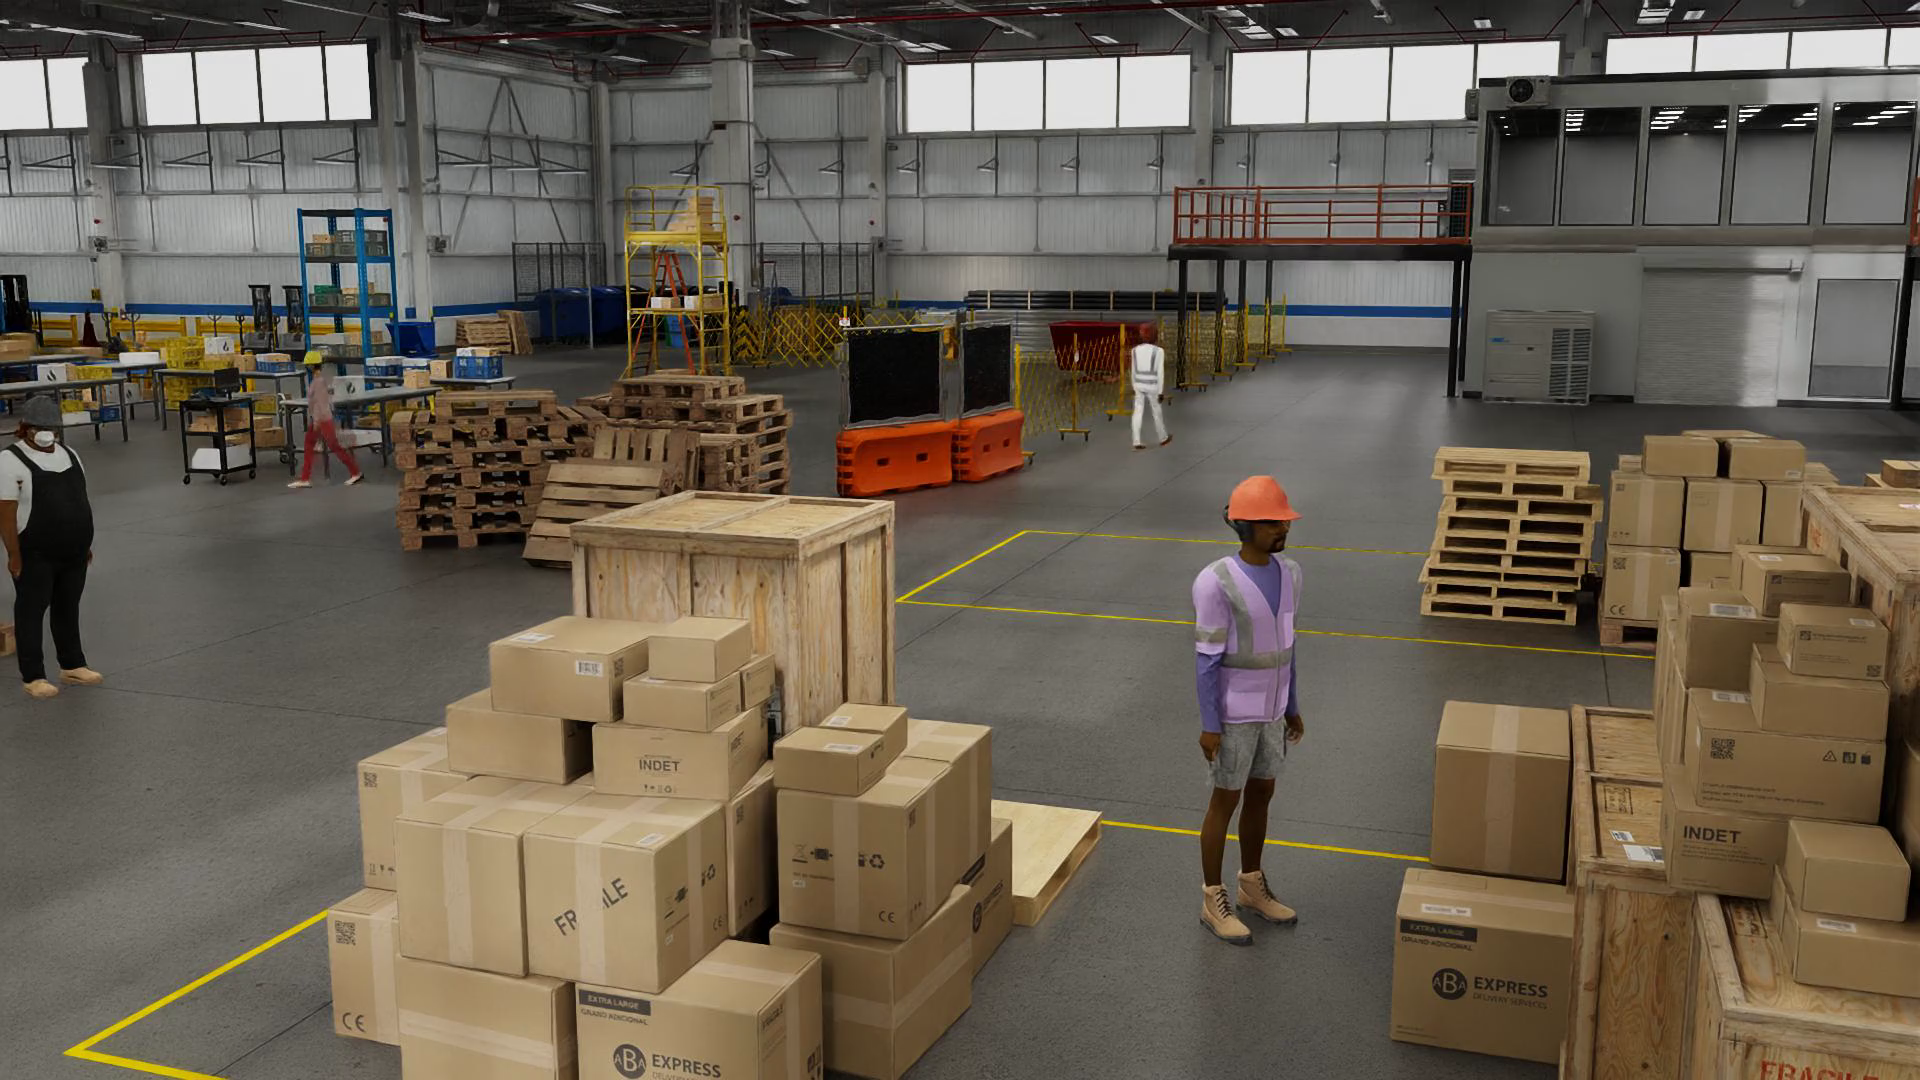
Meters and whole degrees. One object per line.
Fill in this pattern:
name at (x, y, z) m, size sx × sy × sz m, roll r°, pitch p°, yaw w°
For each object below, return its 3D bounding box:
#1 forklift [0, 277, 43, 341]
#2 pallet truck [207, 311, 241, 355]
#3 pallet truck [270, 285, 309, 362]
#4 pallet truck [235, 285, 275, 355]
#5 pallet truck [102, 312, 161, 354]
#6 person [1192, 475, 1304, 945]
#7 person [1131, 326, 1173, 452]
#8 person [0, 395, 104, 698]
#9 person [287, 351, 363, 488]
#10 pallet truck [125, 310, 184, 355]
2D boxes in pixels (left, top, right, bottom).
forklift at (-27.151, -6.329, 46.328) m, size 1.157 × 1.987 × 2.680 m, roll 3°, pitch 11°, yaw 17°
pallet truck at (-19.537, -5.575, 44.913) m, size 0.653 × 1.274 × 1.630 m, roll 3°, pitch 11°, yaw 19°
pallet truck at (-17.147, -5.700, 43.663) m, size 0.823 × 1.965 × 1.885 m, roll 3°, pitch 11°, yaw 17°
pallet truck at (-18.327, -5.835, 44.421) m, size 0.823 × 1.965 × 1.885 m, roll 4°, pitch 11°, yaw 23°
pallet truck at (-23.057, -5.777, 46.261) m, size 0.680 × 1.201 × 1.601 m, roll 3°, pitch 11°, yaw 19°
person at (1.285, 0.732, 7.299) m, size 0.613 × 2.048 × 0.362 m, roll -8°, pitch 13°, yaw -38°
person at (2.828, -2.237, 24.605) m, size 0.606 × 1.832 × 0.951 m, roll 7°, pitch 12°, yaw 36°
person at (-6.152, 0.026, 11.296) m, size 0.536 × 2.000 × 0.683 m, roll 3°, pitch 11°, yaw 18°
person at (-7.979, -1.513, 20.859) m, size 0.892 × 1.726 × 0.533 m, roll -7°, pitch 12°, yaw -33°
pallet truck at (-22.038, -5.665, 45.457) m, size 0.704 × 1.261 × 1.522 m, roll 3°, pitch 11°, yaw 17°
